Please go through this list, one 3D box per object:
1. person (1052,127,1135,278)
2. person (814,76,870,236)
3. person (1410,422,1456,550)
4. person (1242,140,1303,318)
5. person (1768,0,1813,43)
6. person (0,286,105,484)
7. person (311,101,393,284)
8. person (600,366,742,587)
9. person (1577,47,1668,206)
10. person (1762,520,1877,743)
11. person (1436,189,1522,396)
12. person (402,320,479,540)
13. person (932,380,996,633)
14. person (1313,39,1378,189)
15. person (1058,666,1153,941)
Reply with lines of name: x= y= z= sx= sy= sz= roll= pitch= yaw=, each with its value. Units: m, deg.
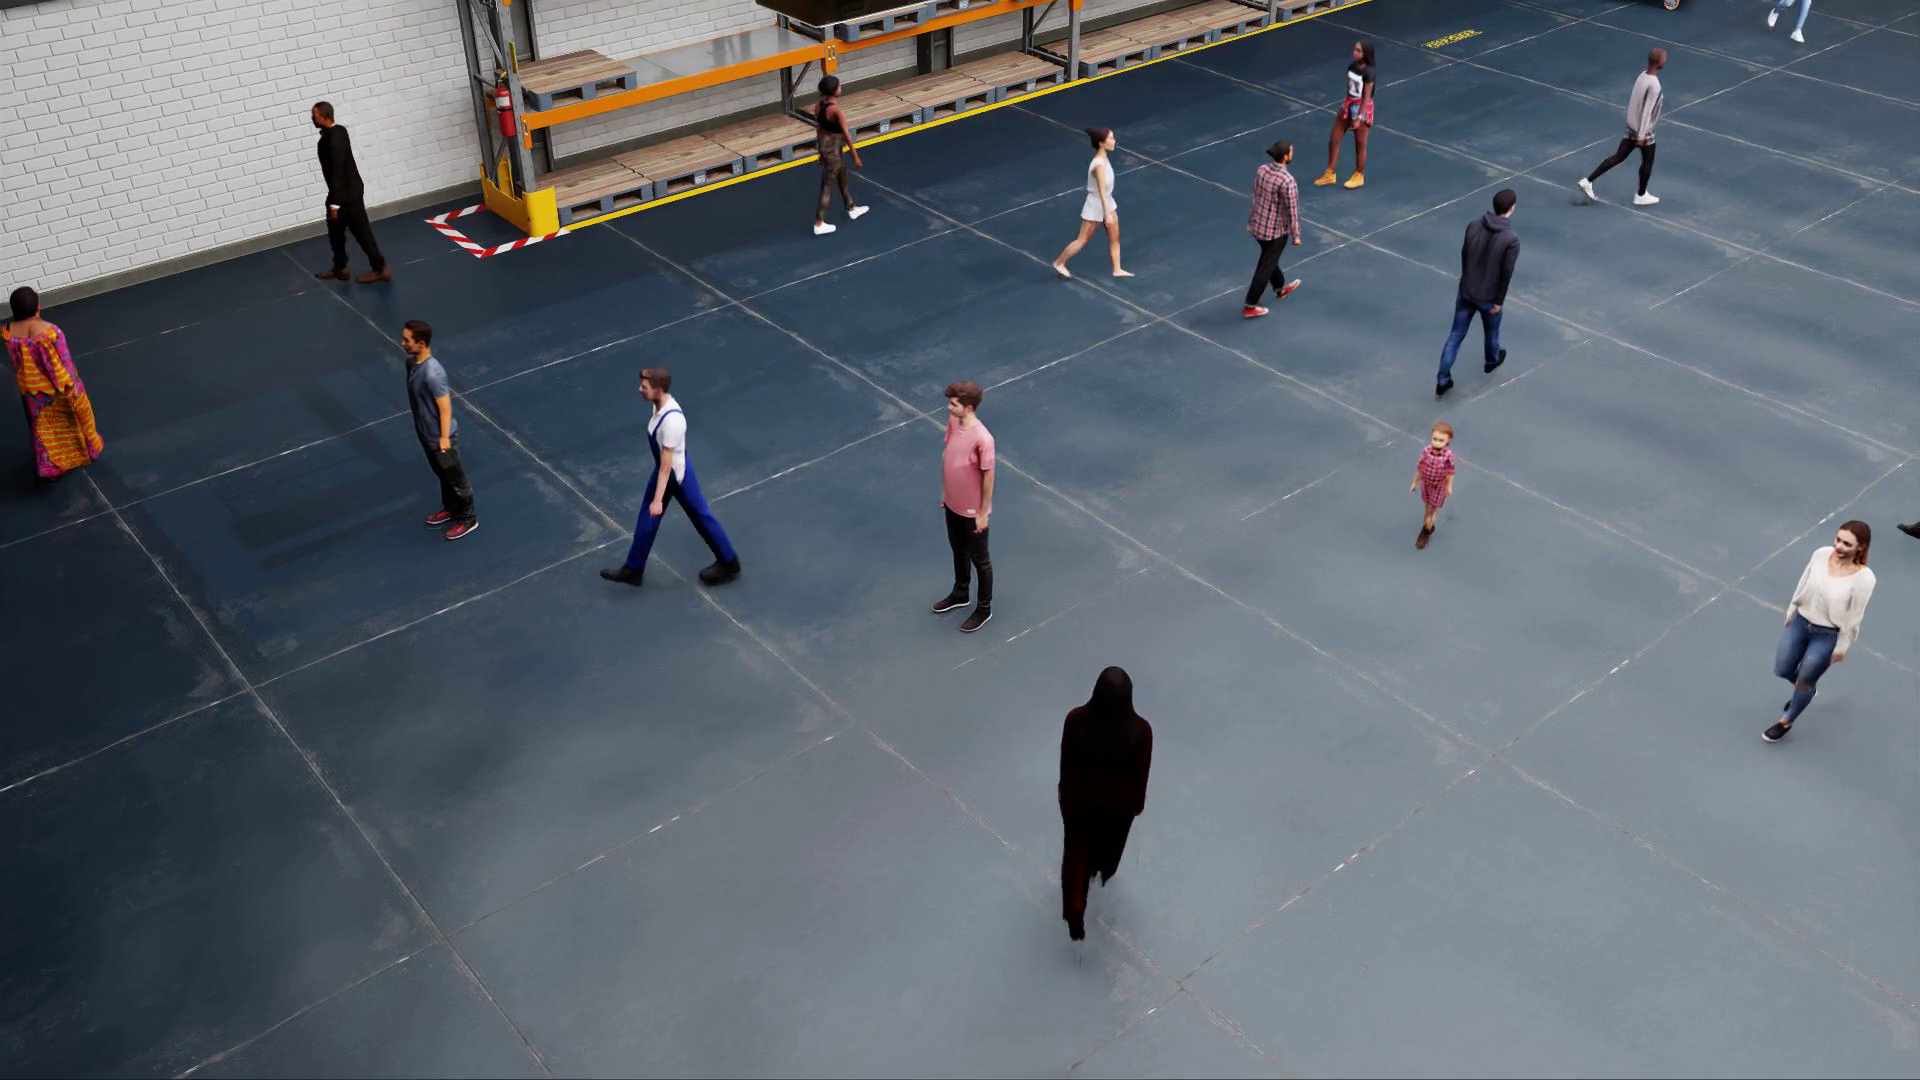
person: x=1.309 y=-3.325 z=16.637 sx=1.028 sy=1.570 sz=1.052 roll=8 pitch=34 yaw=11
person: x=-1.434 y=-4.050 z=17.642 sx=1.005 sy=1.666 sz=0.627 roll=-21 pitch=39 yaw=-28
person: x=3.685 y=-0.470 z=12.849 sx=0.523 sy=1.010 sz=0.665 roll=21 pitch=39 yaw=29
person: x=2.922 y=-2.957 z=15.935 sx=1.109 sy=1.735 sz=0.864 roll=-17 pitch=37 yaw=-23
person: x=11.882 y=-7.925 z=23.524 sx=1.027 sy=1.609 sz=1.036 roll=-2 pitch=34 yaw=-3
person: x=-7.399 y=-1.248 z=13.424 sx=1.157 sy=1.667 sz=1.079 roll=-5 pitch=34 yaw=-8
person: x=-5.996 y=-3.431 z=16.511 sx=1.098 sy=1.887 sz=0.951 roll=-10 pitch=35 yaw=-15
person: x=-1.972 y=-0.422 z=12.071 sx=1.348 sy=1.790 sz=0.962 roll=-11 pitch=35 yaw=-16
person: x=7.356 y=-4.508 z=18.265 sx=1.220 sy=1.739 sz=1.079 roll=-2 pitch=34 yaw=-3
person: x=5.552 y=0.571 z=10.674 sx=0.757 sy=1.682 sz=0.689 roll=-17 pitch=37 yaw=-24
person: x=4.500 y=-2.121 z=14.592 sx=0.822 sy=1.829 sz=1.233 roll=25 pitch=41 yaw=33
person: x=-3.993 y=-0.861 z=12.714 sx=0.530 sy=1.810 sz=0.641 roll=-23 pitch=40 yaw=-31
person: x=0.068 y=-0.267 z=11.684 sx=0.539 sy=1.961 sz=0.622 roll=-23 pitch=40 yaw=-31
person: x=4.533 y=-4.779 z=18.702 sx=0.854 sy=1.705 sz=0.681 roll=-17 pitch=37 yaw=-24
person: x=0.776 y=1.483 z=9.261 sx=1.048 sy=1.728 sz=1.141 roll=5 pitch=34 yaw=8
